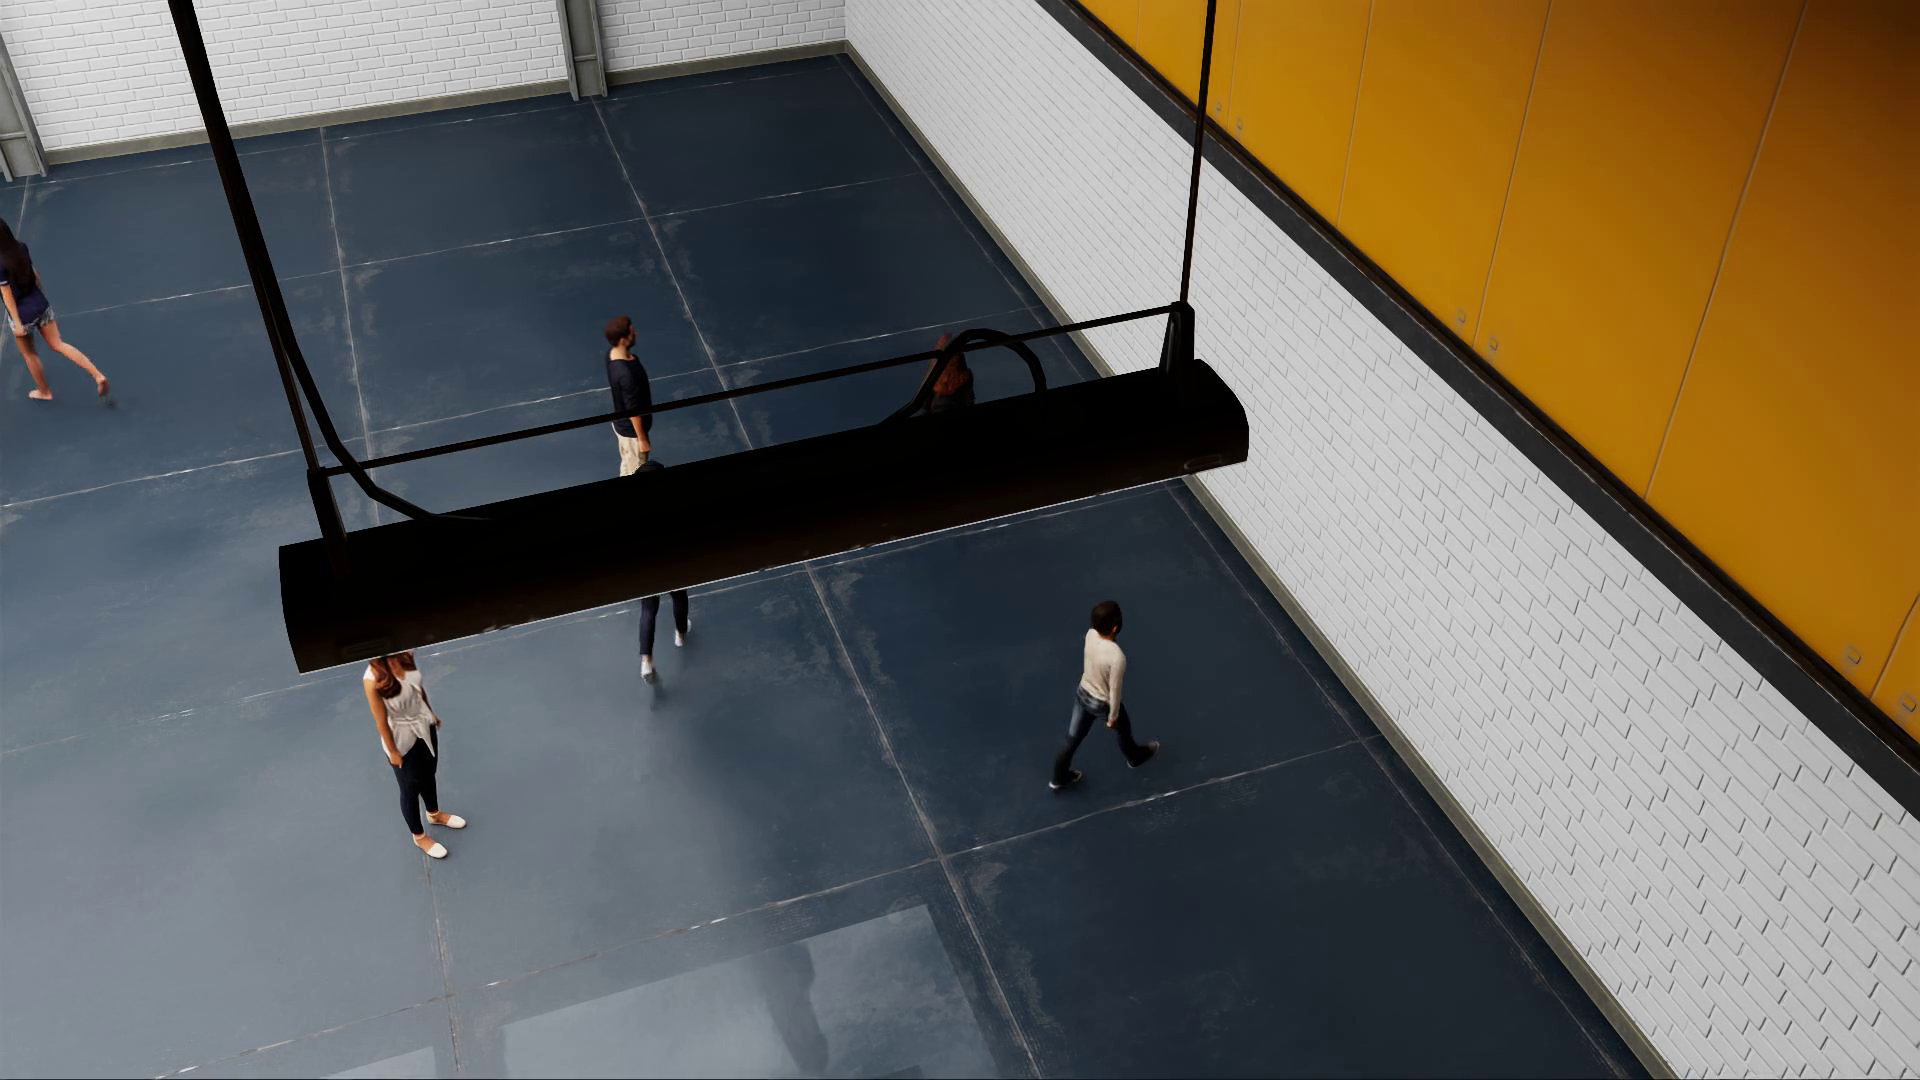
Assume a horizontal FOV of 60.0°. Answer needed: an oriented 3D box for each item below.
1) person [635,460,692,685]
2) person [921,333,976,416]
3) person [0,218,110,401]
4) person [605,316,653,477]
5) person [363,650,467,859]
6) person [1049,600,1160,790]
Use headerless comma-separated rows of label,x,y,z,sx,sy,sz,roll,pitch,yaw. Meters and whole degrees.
person,-2.052,0.222,11.232,1.074,1.679,0.976,4,39,4
person,-0.092,-0.925,12.837,0.884,1.468,0.841,3,39,3
person,-7.639,-1.869,13.798,1.095,1.744,0.941,9,40,11
person,-2.463,-0.849,12.434,0.562,1.851,0.643,-15,41,-18
person,-3.322,1.159,9.973,0.709,1.785,0.671,12,40,14
person,0.806,1.026,10.429,1.060,1.424,0.745,-24,44,-27
